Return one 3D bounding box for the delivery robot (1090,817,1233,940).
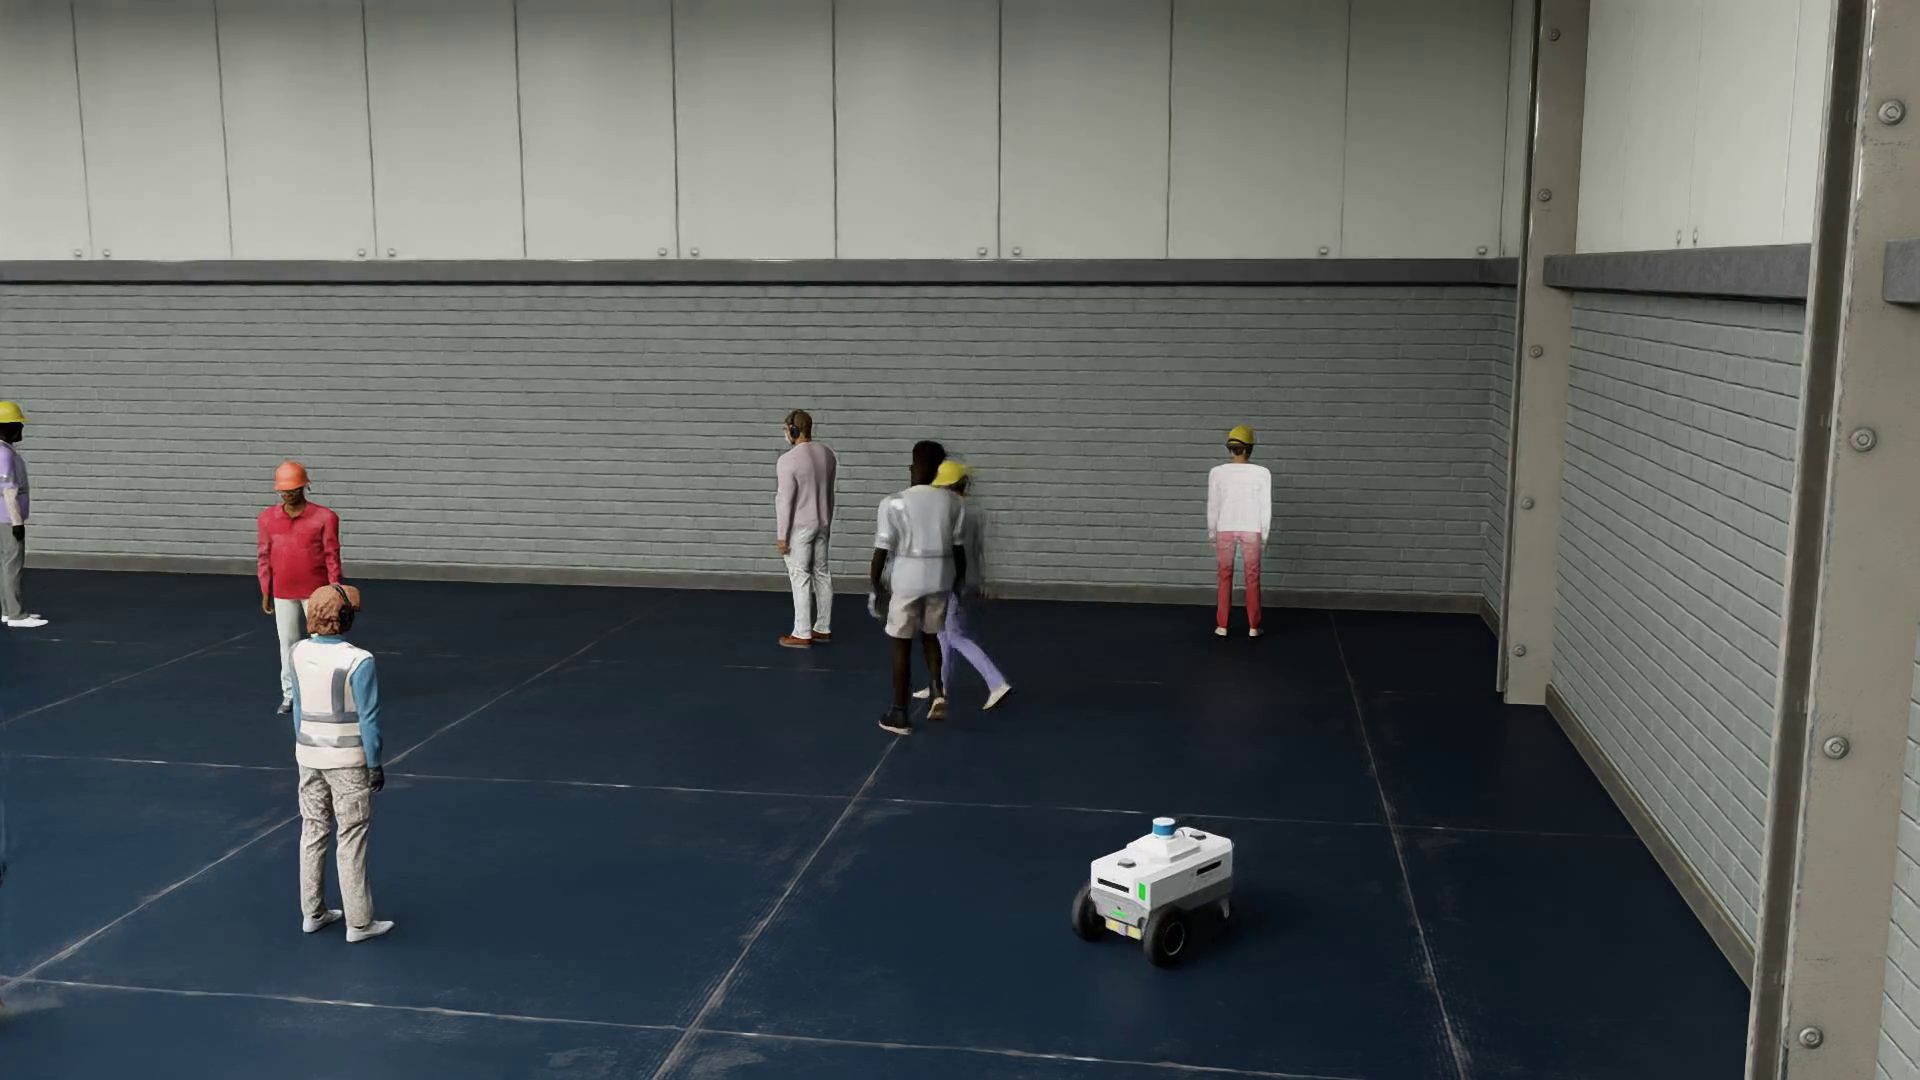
[{"bbox_3d":[0.918,1.500,7.524,0.477,0.478,0.707,9,13,44],"label":"delivery robot"}]

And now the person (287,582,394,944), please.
[{"bbox_3d":[-2.828,1.008,7.549,0.513,1.630,0.317,4,10,25],"label":"person"}]

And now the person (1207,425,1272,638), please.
[{"bbox_3d":[2.302,-0.064,13.743,0.526,1.765,0.329,2,9,12],"label":"person"}]

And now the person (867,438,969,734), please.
[{"bbox_3d":[-0.280,0.304,10.941,0.701,1.936,0.463,-4,10,-23],"label":"person"}]

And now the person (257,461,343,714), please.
[{"bbox_3d":[-4.516,0.327,11.385,0.566,1.745,0.348,0,9,-2],"label":"person"}]

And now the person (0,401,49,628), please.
[{"bbox_3d":[-8.079,-0.217,14.182,0.368,1.928,0.585,-7,12,-37],"label":"person"}]

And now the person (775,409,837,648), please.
[{"bbox_3d":[-1.248,-0.085,13.388,0.376,1.930,0.631,7,11,36],"label":"person"}]

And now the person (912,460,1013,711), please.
[{"bbox_3d":[0.020,0.314,11.511,0.801,1.736,0.527,4,10,24],"label":"person"}]
